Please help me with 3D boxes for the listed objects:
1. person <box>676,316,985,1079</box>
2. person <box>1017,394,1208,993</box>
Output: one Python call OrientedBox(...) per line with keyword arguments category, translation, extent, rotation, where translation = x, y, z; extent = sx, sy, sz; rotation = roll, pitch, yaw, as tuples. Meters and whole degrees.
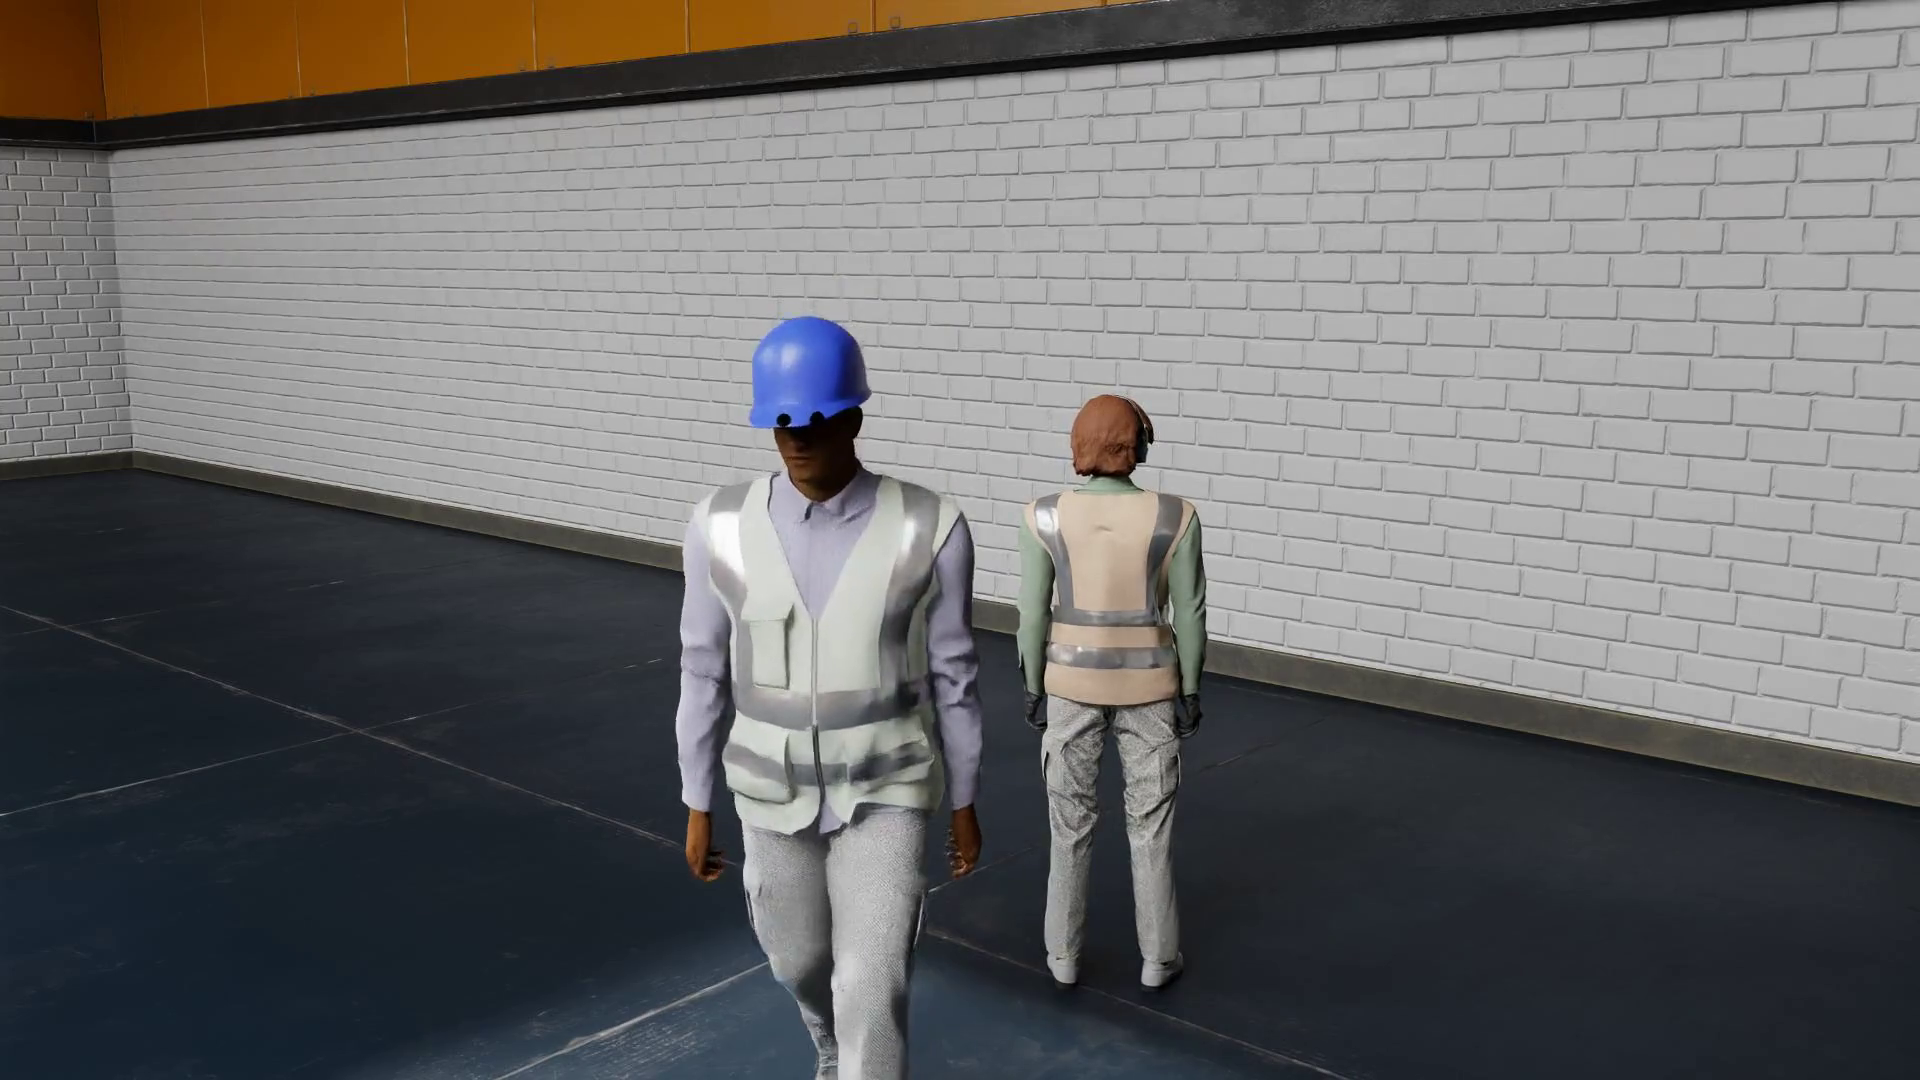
OrientedBox(category="person", translation=(-0.258, 0.481, 3.439), extent=(0.622, 1.903, 0.941), rotation=(1, 10, 7))
OrientedBox(category="person", translation=(0.409, 0.424, 4.512), extent=(0.513, 1.639, 0.311), rotation=(2, 10, 9))
